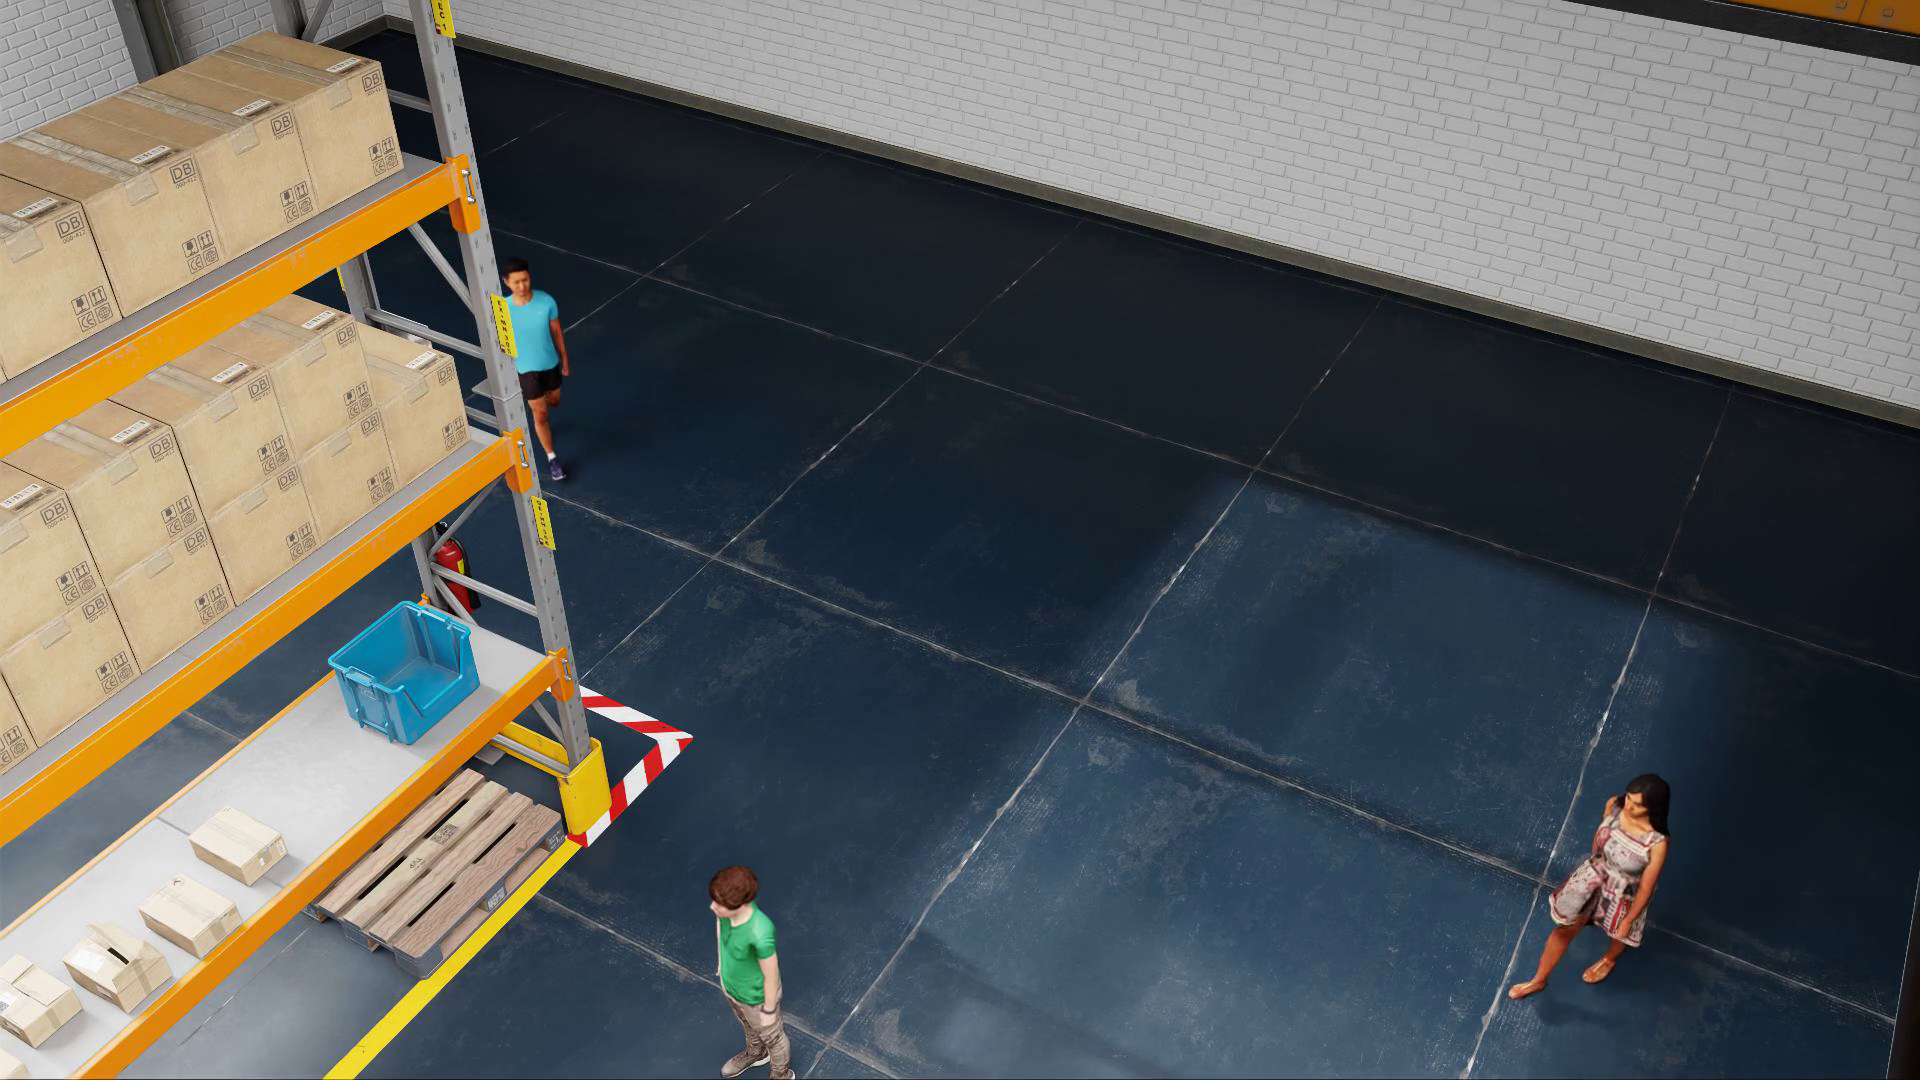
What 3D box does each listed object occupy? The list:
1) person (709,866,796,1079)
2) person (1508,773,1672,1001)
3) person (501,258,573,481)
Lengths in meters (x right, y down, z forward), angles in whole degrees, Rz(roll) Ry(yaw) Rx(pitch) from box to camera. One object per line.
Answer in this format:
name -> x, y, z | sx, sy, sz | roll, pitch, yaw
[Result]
person -> -1.022, 2.171, 8.188 | 0.638, 1.651, 0.662 | -28, 46, -30
person -> 3.493, 1.789, 8.694 | 1.047, 1.617, 0.890 | -22, 44, -25
person -> -3.215, -1.349, 12.517 | 1.092, 1.750, 1.032 | -19, 42, -22
